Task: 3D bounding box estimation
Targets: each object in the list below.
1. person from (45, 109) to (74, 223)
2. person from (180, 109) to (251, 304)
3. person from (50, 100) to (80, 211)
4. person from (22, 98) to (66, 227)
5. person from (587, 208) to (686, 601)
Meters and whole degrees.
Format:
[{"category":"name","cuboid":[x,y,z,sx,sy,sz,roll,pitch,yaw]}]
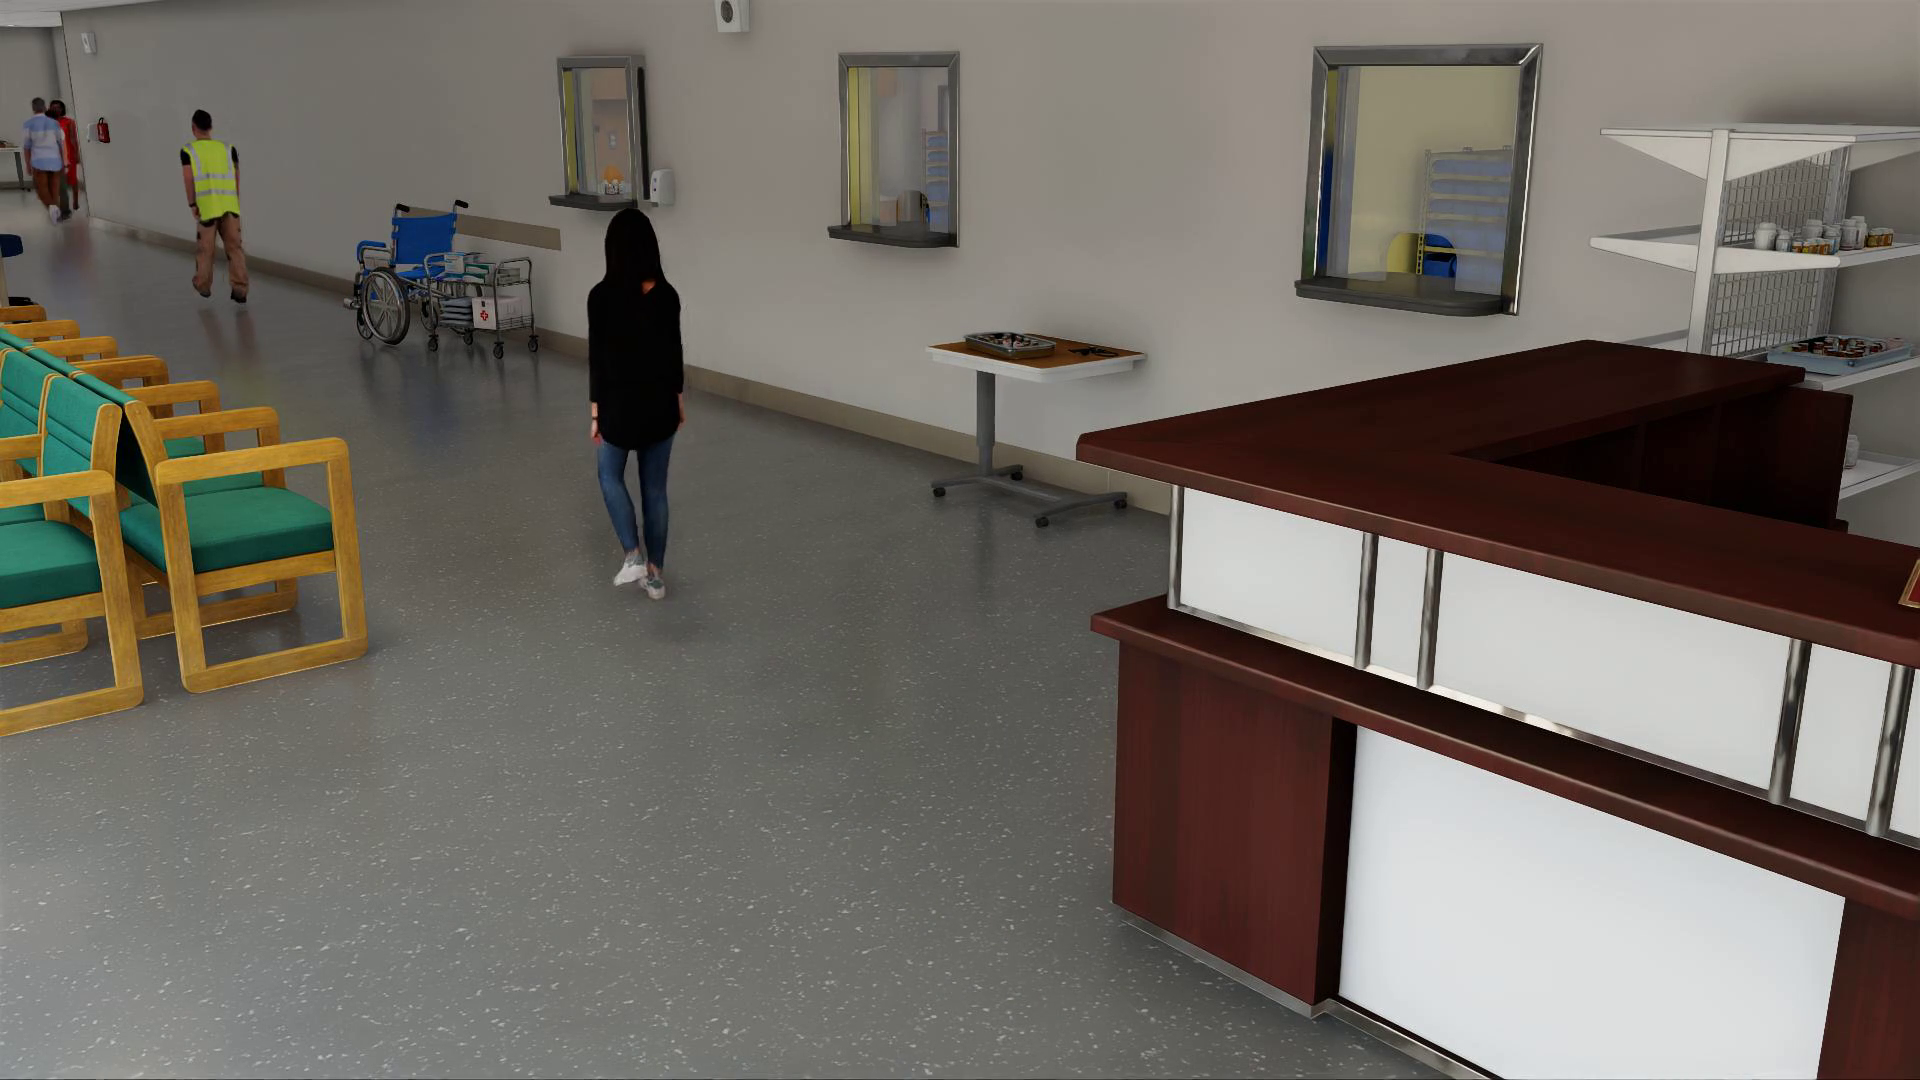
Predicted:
[{"category":"person","cuboid":[-13.359,-5.564,24.723,0.779,1.647,0.865,6,17,21]},{"category":"person","cuboid":[-7.003,-3.100,15.738,1.094,1.781,0.767,-12,20,-36]},{"category":"person","cuboid":[-14.248,-6.096,26.497,1.085,1.709,0.927,-5,16,-16]},{"category":"person","cuboid":[-13.045,-5.377,23.790,0.812,1.795,0.969,13,21,39]},{"category":"person","cuboid":[-1.327,-0.535,6.906,0.579,1.636,0.707,-7,17,-24]}]
